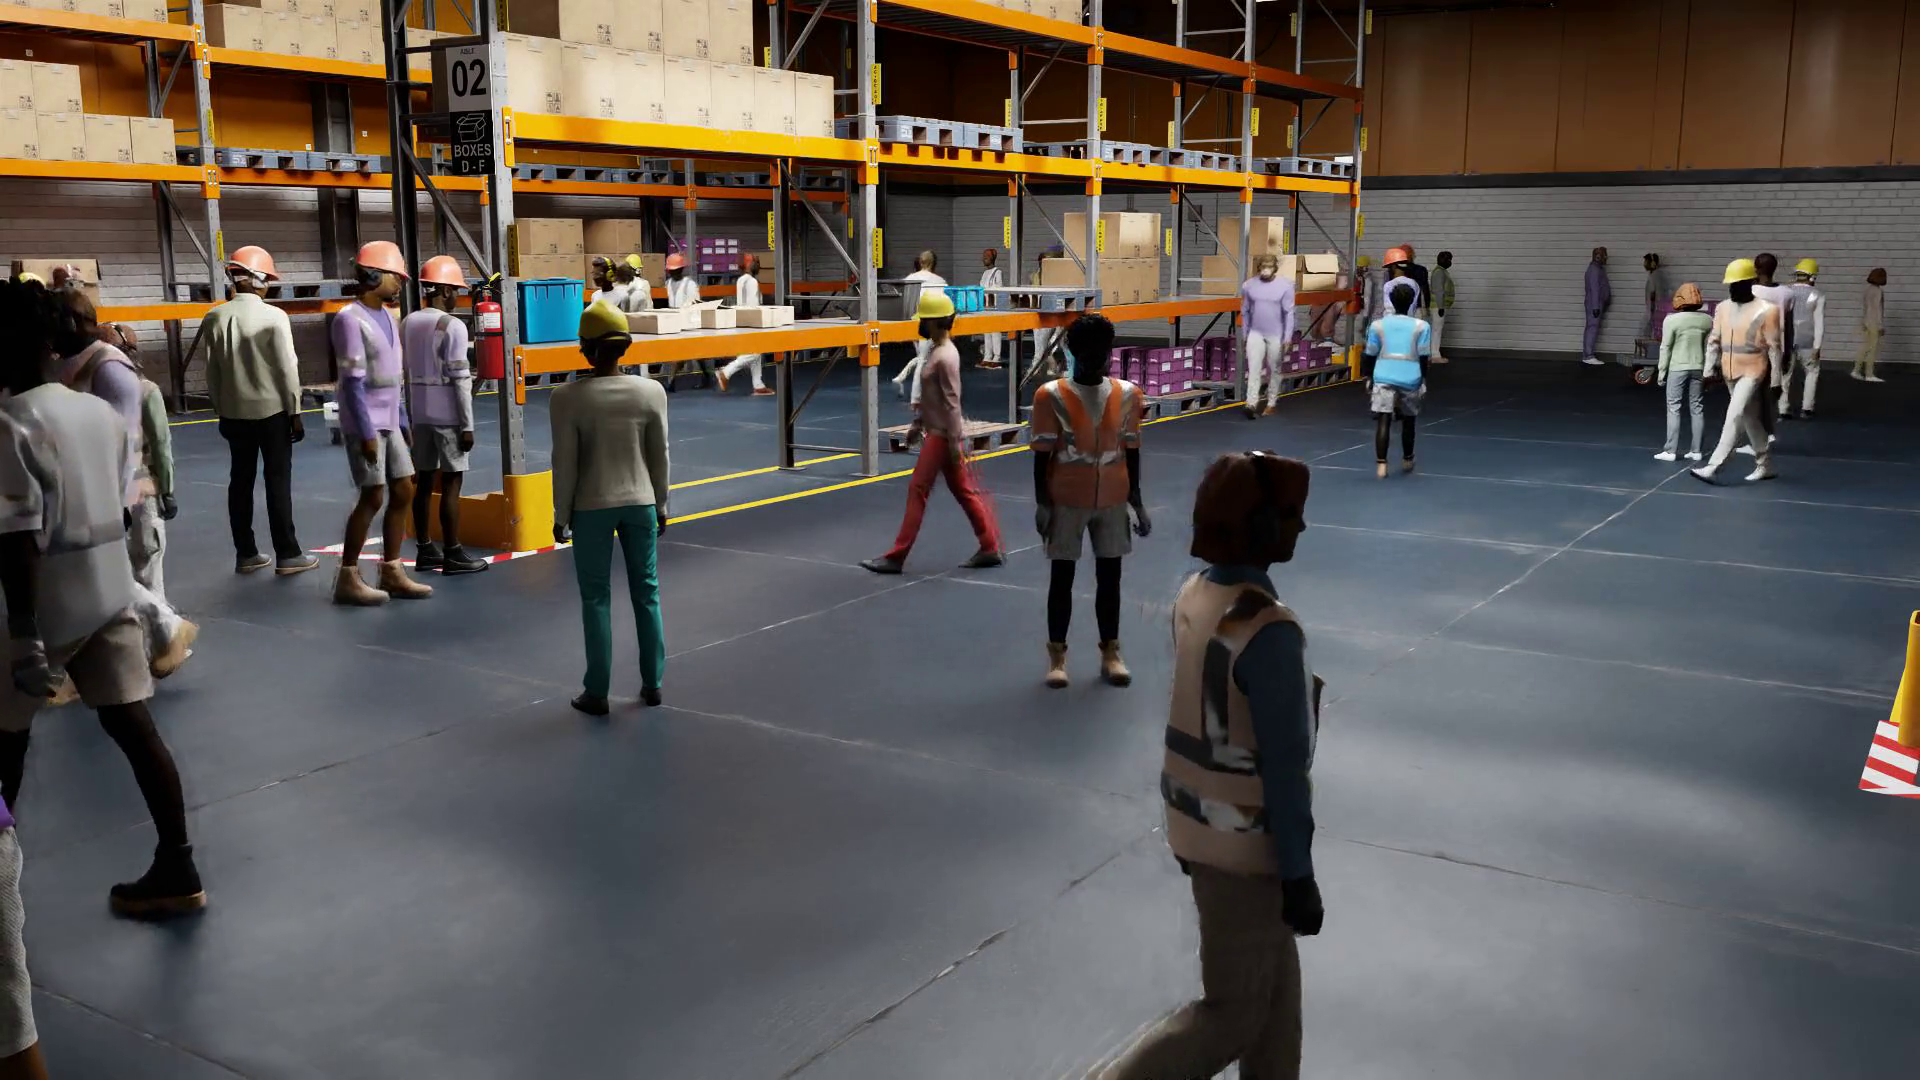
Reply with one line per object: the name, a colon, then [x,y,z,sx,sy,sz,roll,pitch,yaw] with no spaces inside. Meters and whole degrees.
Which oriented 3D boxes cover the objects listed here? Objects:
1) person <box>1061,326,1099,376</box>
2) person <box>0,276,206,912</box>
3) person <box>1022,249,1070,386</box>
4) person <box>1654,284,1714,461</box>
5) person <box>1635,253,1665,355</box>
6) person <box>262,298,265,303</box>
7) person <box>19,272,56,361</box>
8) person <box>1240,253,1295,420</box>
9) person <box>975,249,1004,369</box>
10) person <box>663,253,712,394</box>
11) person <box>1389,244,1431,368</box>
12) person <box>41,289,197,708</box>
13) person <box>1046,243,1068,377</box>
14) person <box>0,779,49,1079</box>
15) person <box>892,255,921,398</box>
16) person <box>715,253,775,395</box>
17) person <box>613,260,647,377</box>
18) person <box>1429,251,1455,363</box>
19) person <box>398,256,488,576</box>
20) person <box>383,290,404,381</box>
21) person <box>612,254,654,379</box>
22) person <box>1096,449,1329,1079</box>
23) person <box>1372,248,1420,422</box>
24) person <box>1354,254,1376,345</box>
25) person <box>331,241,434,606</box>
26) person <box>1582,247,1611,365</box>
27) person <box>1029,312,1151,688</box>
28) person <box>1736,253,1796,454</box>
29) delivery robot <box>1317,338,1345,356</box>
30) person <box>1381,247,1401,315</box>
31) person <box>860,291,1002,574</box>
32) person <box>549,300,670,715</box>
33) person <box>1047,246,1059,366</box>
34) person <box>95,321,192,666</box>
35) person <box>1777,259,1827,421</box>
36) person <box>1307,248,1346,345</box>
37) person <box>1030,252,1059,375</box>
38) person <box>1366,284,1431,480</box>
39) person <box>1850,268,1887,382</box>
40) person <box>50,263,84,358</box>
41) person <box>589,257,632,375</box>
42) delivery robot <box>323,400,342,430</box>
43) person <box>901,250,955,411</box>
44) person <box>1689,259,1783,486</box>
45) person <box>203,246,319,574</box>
person: [1.524,-2.588,20.541,0.561,1.836,0.379,3,11,15]
person: [-2.750,0.184,4.956,1.003,1.907,0.633,2,10,10]
person: [1.242,-3.054,22.962,0.989,1.890,0.644,-7,12,-35]
person: [6.668,-1.537,15.309,0.498,1.626,0.288,-1,10,-8]
person: [11.288,-3.725,26.885,0.593,1.817,0.948,-8,13,-38]
person: [-7.013,-1.750,16.561,0.500,1.594,0.697,-1,10,-3]
person: [-7.260,-1.216,13.124,0.311,1.771,0.523,-9,14,-41]
person: [3.462,-2.298,18.825,0.642,1.868,1.071,4,11,22]
person: [0.478,-3.641,26.242,0.352,1.883,0.580,-5,12,-28]
person: [-3.658,-2.892,22.217,0.552,1.855,1.070,5,11,27]
person: [7.122,-3.685,26.324,0.688,1.964,0.539,0,10,3]
person: [-3.822,-0.187,7.315,0.641,1.808,0.632,6,12,32]
person: [1.540,-3.398,24.456,0.660,2.000,0.692,-5,12,-28]
person: [-1.556,0.642,2.356,0.551,1.936,0.356,1,10,7]
person: [-0.553,-2.643,20.802,0.526,1.854,0.539,-7,12,-32]
person: [-2.810,-2.787,21.578,0.741,1.859,0.588,-5,11,-25]
person: [-3.588,-2.071,17.750,0.519,1.824,0.784,1,10,3]
person: [7.959,-3.846,27.512,0.430,1.839,0.619,3,11,15]
person: [-3.124,-0.748,10.091,0.540,1.929,0.383,6,12,32]
person: [-5.689,-1.767,16.673,0.521,1.578,0.848,4,11,20]
person: [-4.300,-2.857,22.035,0.588,1.833,0.404,3,11,18]
person: [0.498,0.619,3.396,0.704,1.613,0.517,-1,10,-7]
person: [4.858,-2.281,18.582,0.542,1.929,0.369,-8,13,-39]
person: [6.614,-3.727,26.967,0.696,1.799,0.611,2,10,11]
person: [-3.235,-0.650,9.292,0.444,2.006,0.654,1,10,6]
person: [10.403,-3.822,27.183,0.409,1.907,0.649,3,11,17]
person: [0.577,-0.179,7.566,0.564,1.704,0.326,-3,11,-14]
person: [7.547,-1.749,15.721,0.592,1.902,0.460,-4,11,-20]
delivery robot: [5.524,-2.795,24.977,0.707,0.478,0.477,-7,12,-34]
person: [7.332,-3.928,27.764,0.610,1.903,0.498,0,10,-1]
person: [-0.147,-0.646,10.107,0.878,1.723,0.532,0,10,-2]
person: [-1.495,-0.136,7.137,0.530,1.772,0.302,-6,12,-31]
person: [1.488,-3.757,26.739,0.620,1.931,0.510,6,12,29]
person: [-3.971,-0.206,7.879,0.515,1.642,0.314,1,10,4]
person: [9.435,-2.231,18.641,0.613,1.813,0.596,-8,13,-39]
person: [5.884,-3.750,26.816,0.418,1.889,0.677,-8,13,-37]
person: [1.287,-3.410,25.075,0.635,1.842,0.429,7,12,34]
person: [3.744,-1.361,14.247,0.545,1.642,0.886,3,11,19]
person: [13.101,-3.083,23.861,0.322,1.635,0.517,2,10,9]
person: [-7.478,-1.345,13.663,0.642,1.849,1.006,10,14,44]
person: [-3.307,-1.730,15.702,0.533,1.864,0.310,7,12,34]
delivery robot: [-5.927,-1.257,16.452,0.707,0.478,0.477,3,11,17]
person: [-0.325,-2.508,19.914,0.654,1.892,0.948,8,13,38]
person: [6.473,-1.385,13.799,1.038,1.861,0.582,-4,11,-19]
person: [-4.257,-0.780,10.108,0.611,1.985,0.393,3,11,14]
